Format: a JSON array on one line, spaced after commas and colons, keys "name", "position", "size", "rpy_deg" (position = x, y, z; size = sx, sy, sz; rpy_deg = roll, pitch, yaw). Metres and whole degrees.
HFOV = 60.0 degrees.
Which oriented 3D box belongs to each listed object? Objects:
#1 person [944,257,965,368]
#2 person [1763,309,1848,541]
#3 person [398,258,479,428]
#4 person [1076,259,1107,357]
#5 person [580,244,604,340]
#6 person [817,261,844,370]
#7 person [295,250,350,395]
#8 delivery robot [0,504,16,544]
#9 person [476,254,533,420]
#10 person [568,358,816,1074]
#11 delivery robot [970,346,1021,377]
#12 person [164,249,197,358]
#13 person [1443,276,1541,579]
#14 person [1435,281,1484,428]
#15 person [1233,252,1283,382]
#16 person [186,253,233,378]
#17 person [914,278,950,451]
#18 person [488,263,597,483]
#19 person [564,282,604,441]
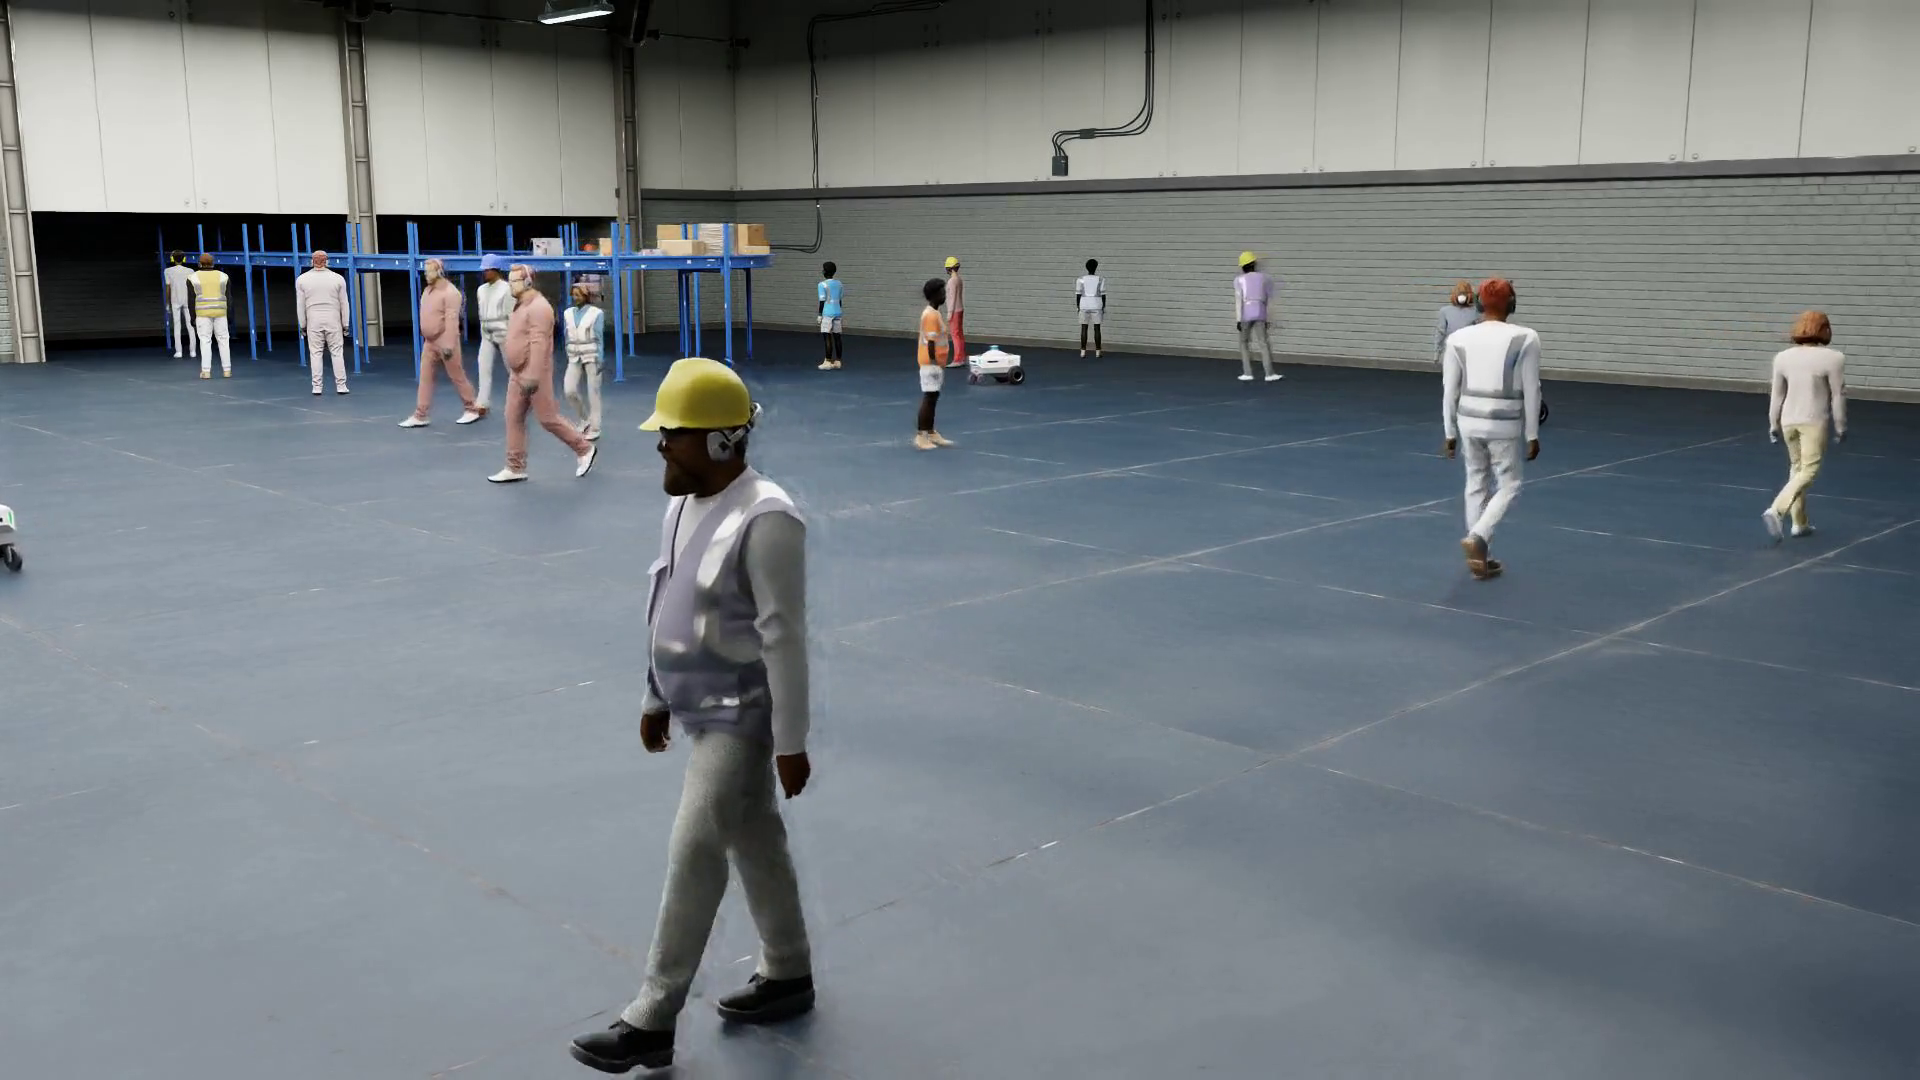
[{"name": "person", "position": [-0.106, -3.644, 26.656], "size": [0.328, 1.764, 0.528], "rpy_deg": [3, 11, 17]}, {"name": "person", "position": [5.834, -0.797, 11.554], "size": [0.726, 1.606, 0.505], "rpy_deg": [-6, 12, -29]}, {"name": "person", "position": [-5.796, -2.186, 18.545], "size": [0.656, 1.878, 0.927], "rpy_deg": [8, 13, 38]}, {"name": "person", "position": [2.280, -4.029, 28.935], "size": [0.542, 1.696, 0.316], "rpy_deg": [1, 10, 7]}, {"name": "person", "position": [-7.474, -5.025, 33.715], "size": [0.550, 1.933, 0.375], "rpy_deg": [-10, 14, -43]}, {"name": "person", "position": [-2.057, -3.548, 26.317], "size": [0.318, 1.696, 0.536], "rpy_deg": [8, 13, 36]}, {"name": "person", "position": [-8.476, -2.893, 22.172], "size": [0.651, 1.906, 0.403], "rpy_deg": [-3, 11, -18]}, {"name": "delivery robot", "position": [-6.343, -0.132, 10.662], "size": [0.707, 0.478, 0.477], "rpy_deg": [10, 15, 44]}, {"name": "person", "position": [-5.371, -2.391, 19.470], "size": [0.625, 1.908, 0.977], "rpy_deg": [5, 12, 27]}, {"name": "person", "position": [-0.715, 0.443, 4.270], "size": [0.838, 1.796, 0.618], "rpy_deg": [-6, 12, -28]}, {"name": "delivery robot", "position": [0.499, -2.535, 23.766], "size": [0.707, 0.478, 0.477], "rpy_deg": [-5, 12, -26]}, {"name": "person", "position": [-13.545, -4.109, 28.930], "size": [0.502, 1.863, 0.321], "rpy_deg": [-8, 13, -36]}, {"name": "person", "position": [3.214, -0.666, 10.130], "size": [0.591, 1.870, 0.626], "rpy_deg": [9, 13, 39]}, {"name": "person", "position": [5.582, -2.088, 18.579], "size": [0.513, 1.616, 0.682], "rpy_deg": [4, 11, 23]}, {"name": "person", "position": [4.319, -3.244, 24.214], "size": [0.704, 1.874, 0.610], "rpy_deg": [-1, 10, -7]}, {"name": "person", "position": [-11.176, -3.344, 24.807], "size": [0.625, 1.844, 0.429], "rpy_deg": [-7, 13, -34]}, {"name": "person", "position": [-0.263, -1.758, 16.555], "size": [0.316, 1.695, 0.541], "rpy_deg": [1, 10, 5]}, {"name": "person", "position": [-3.649, -1.448, 14.386], "size": [0.876, 1.879, 0.653], "rpy_deg": [-8, 13, -37]}, {"name": "person", "position": [-3.884, -1.841, 17.192], "size": [0.514, 1.627, 0.364], "rpy_deg": [4, 11, 21]}]
